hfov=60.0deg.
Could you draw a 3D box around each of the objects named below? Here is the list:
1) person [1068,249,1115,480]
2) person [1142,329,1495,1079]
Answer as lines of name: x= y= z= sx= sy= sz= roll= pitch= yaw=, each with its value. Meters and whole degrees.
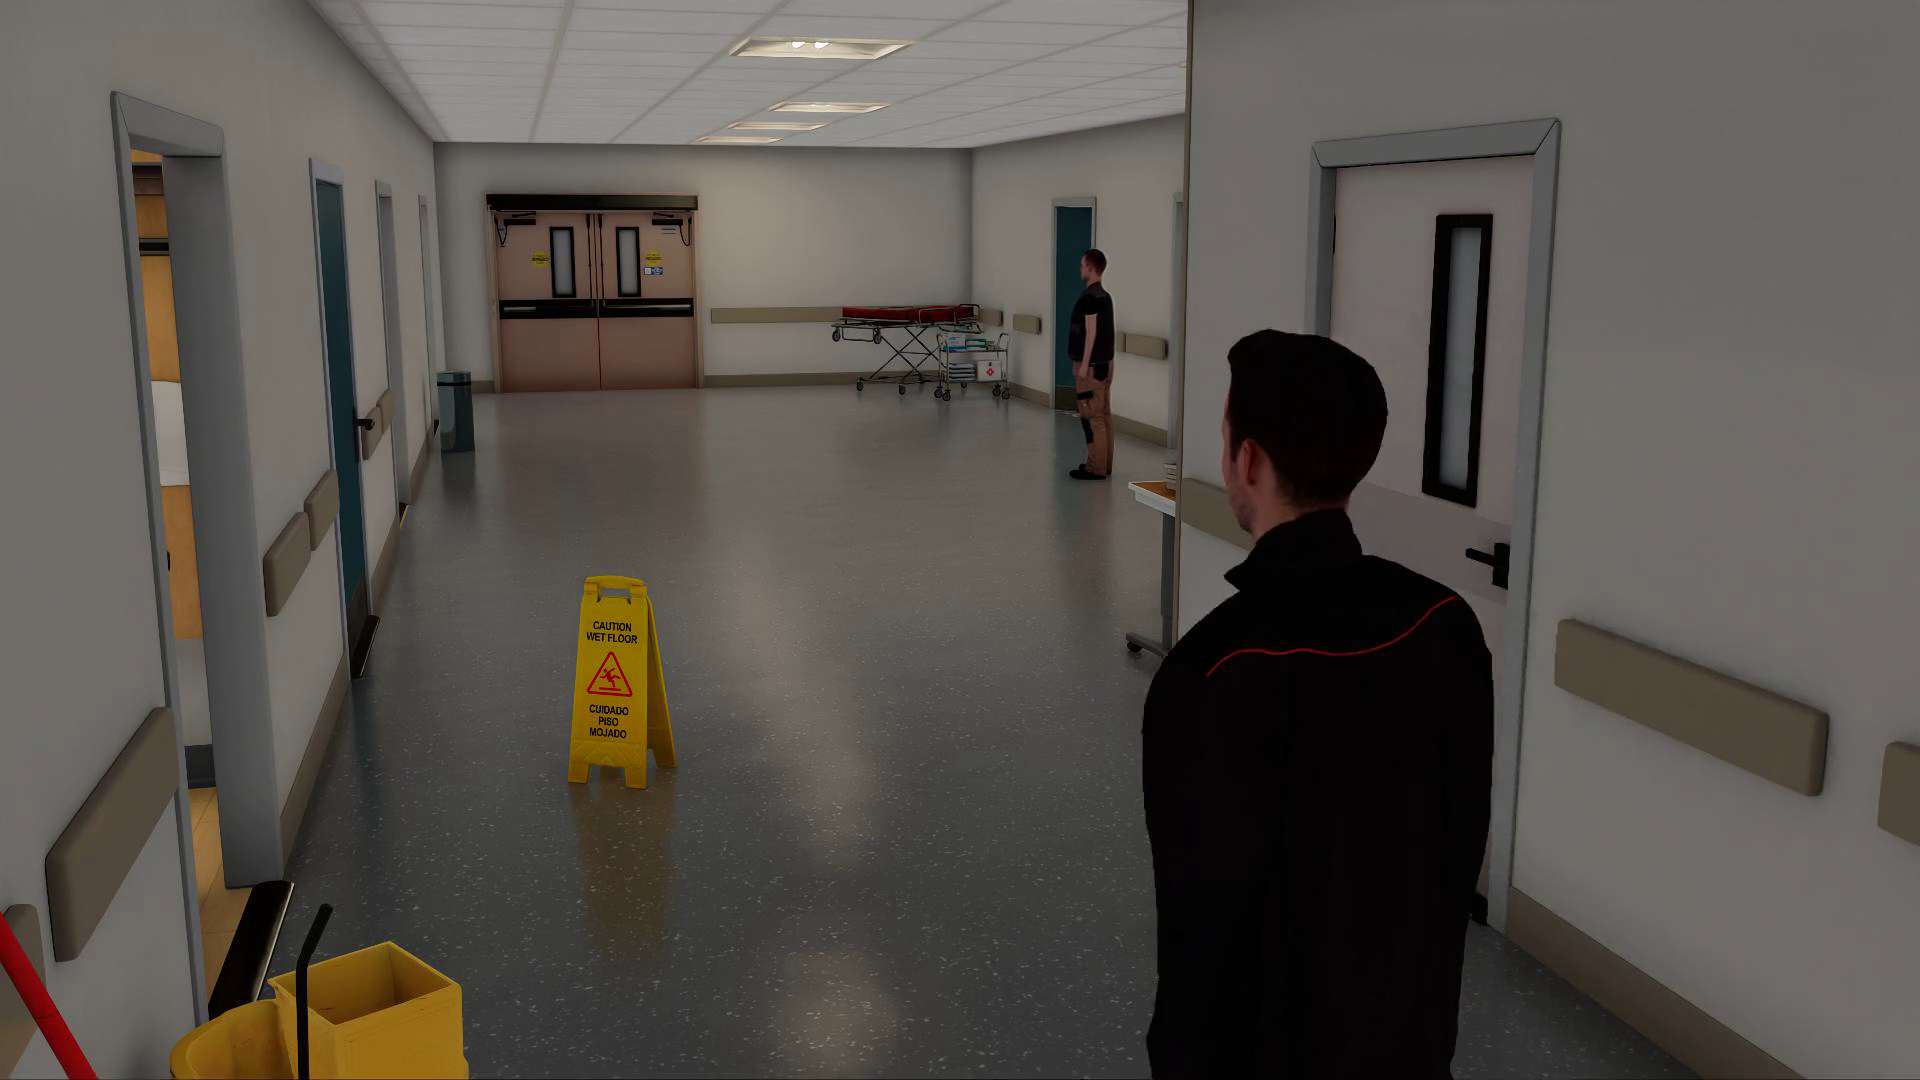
person: x=1.091 y=-1.427 z=13.451 sx=0.836 sy=1.841 sz=0.724 roll=3 pitch=11 yaw=17
person: x=0.492 y=0.711 z=2.066 sx=0.845 sy=1.886 sz=1.222 roll=-5 pitch=12 yaw=-26
